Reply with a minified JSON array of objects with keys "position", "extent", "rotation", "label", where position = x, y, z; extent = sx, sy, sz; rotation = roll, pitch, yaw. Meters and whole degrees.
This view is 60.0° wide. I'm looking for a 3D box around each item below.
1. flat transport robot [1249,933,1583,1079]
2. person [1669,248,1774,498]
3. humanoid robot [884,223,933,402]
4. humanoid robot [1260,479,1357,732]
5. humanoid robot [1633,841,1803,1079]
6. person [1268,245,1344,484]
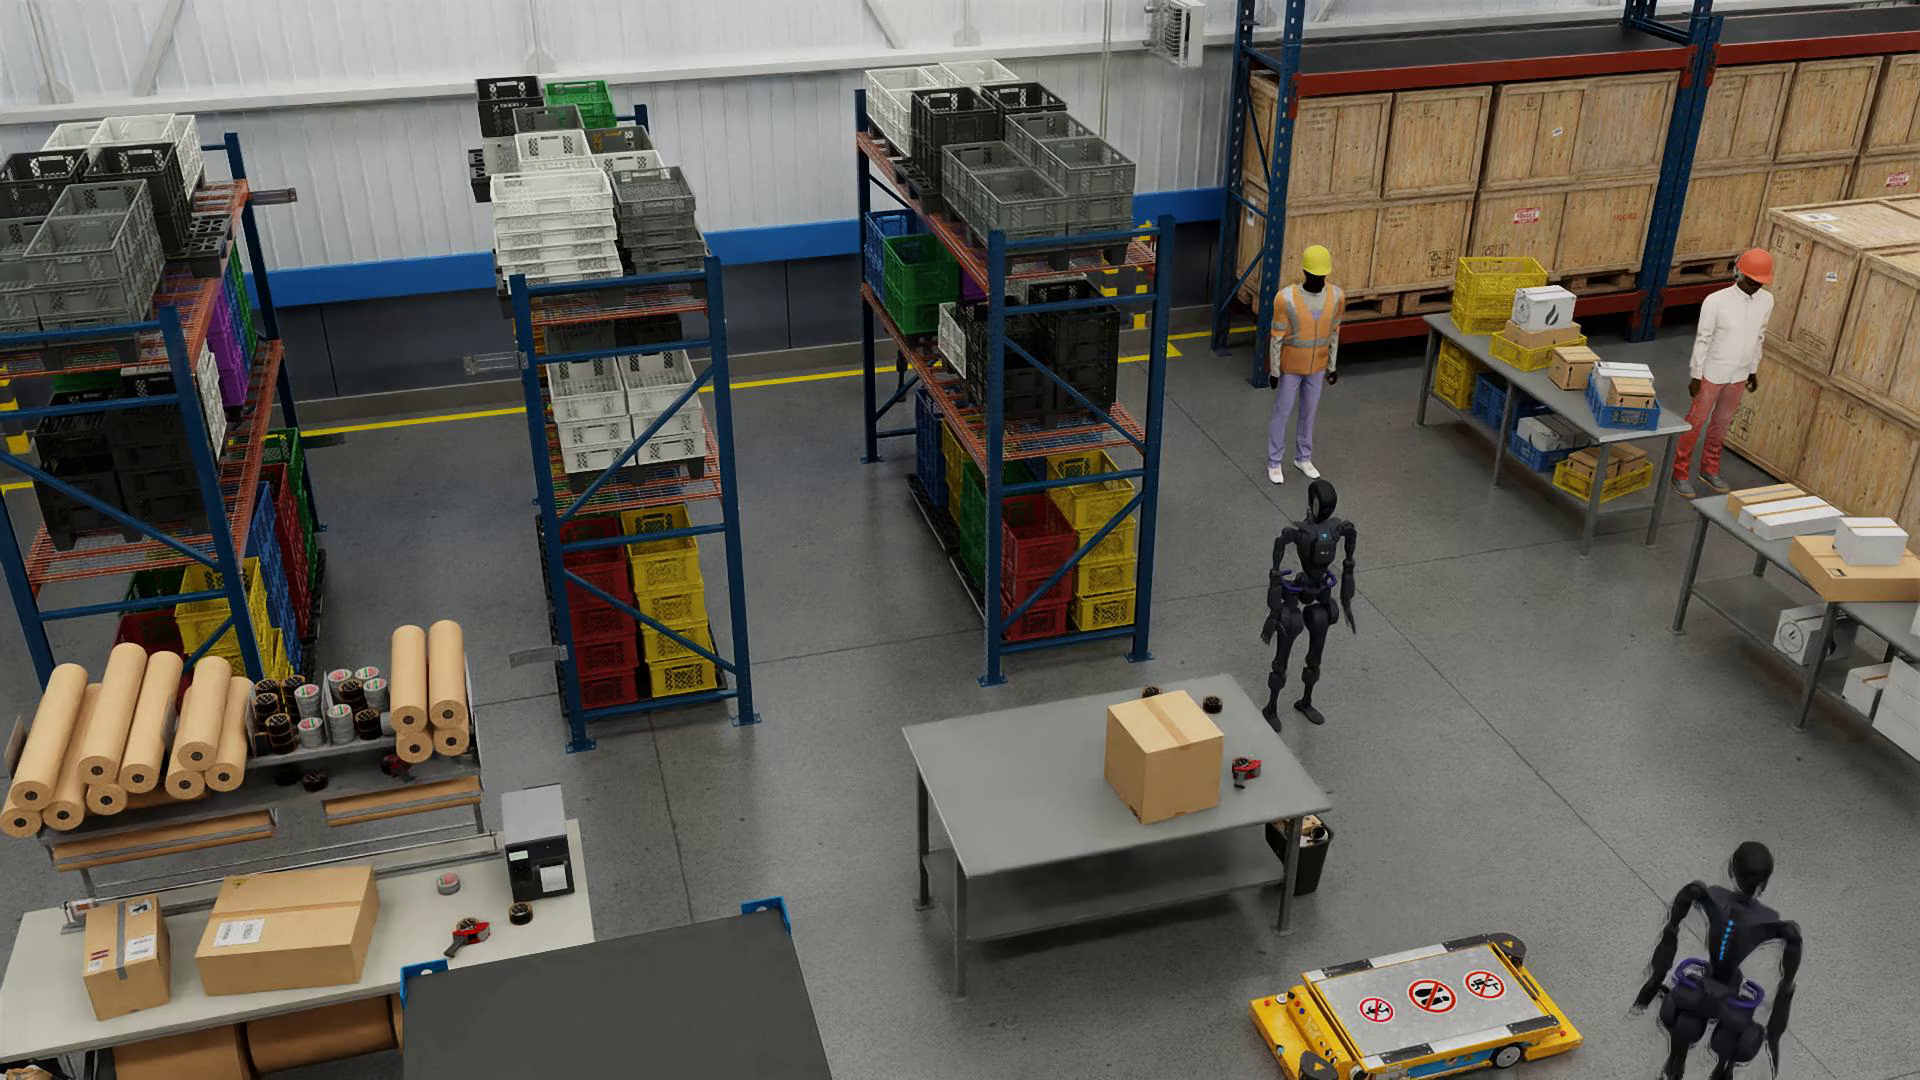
[{"position":[2.184,2.282,7.980],"extent":[1.431,0.197,0.652],"rotation":[-8,30,-14],"label":"flat transport robot"},{"position":[5.843,-1.276,12.701],"extent":[0.607,1.988,0.384],"rotation":[-8,30,-14],"label":"person"},{"position":[-0.373,-2.000,14.324],"extent":[0.584,1.657,0.327],"rotation":[-8,30,-14],"label":"humanoid robot"},{"position":[2.087,0.399,9.963],"extent":[0.584,1.654,0.327],"rotation":[-8,30,-14],"label":"humanoid robot"},{"position":[3.189,2.002,7.060],"extent":[0.616,1.630,0.543],"rotation":[23,36,35],"label":"humanoid robot"},{"position":[2.676,-1.367,12.928],"extent":[0.584,1.927,0.362],"rotation":[-8,30,-14],"label":"person"}]
